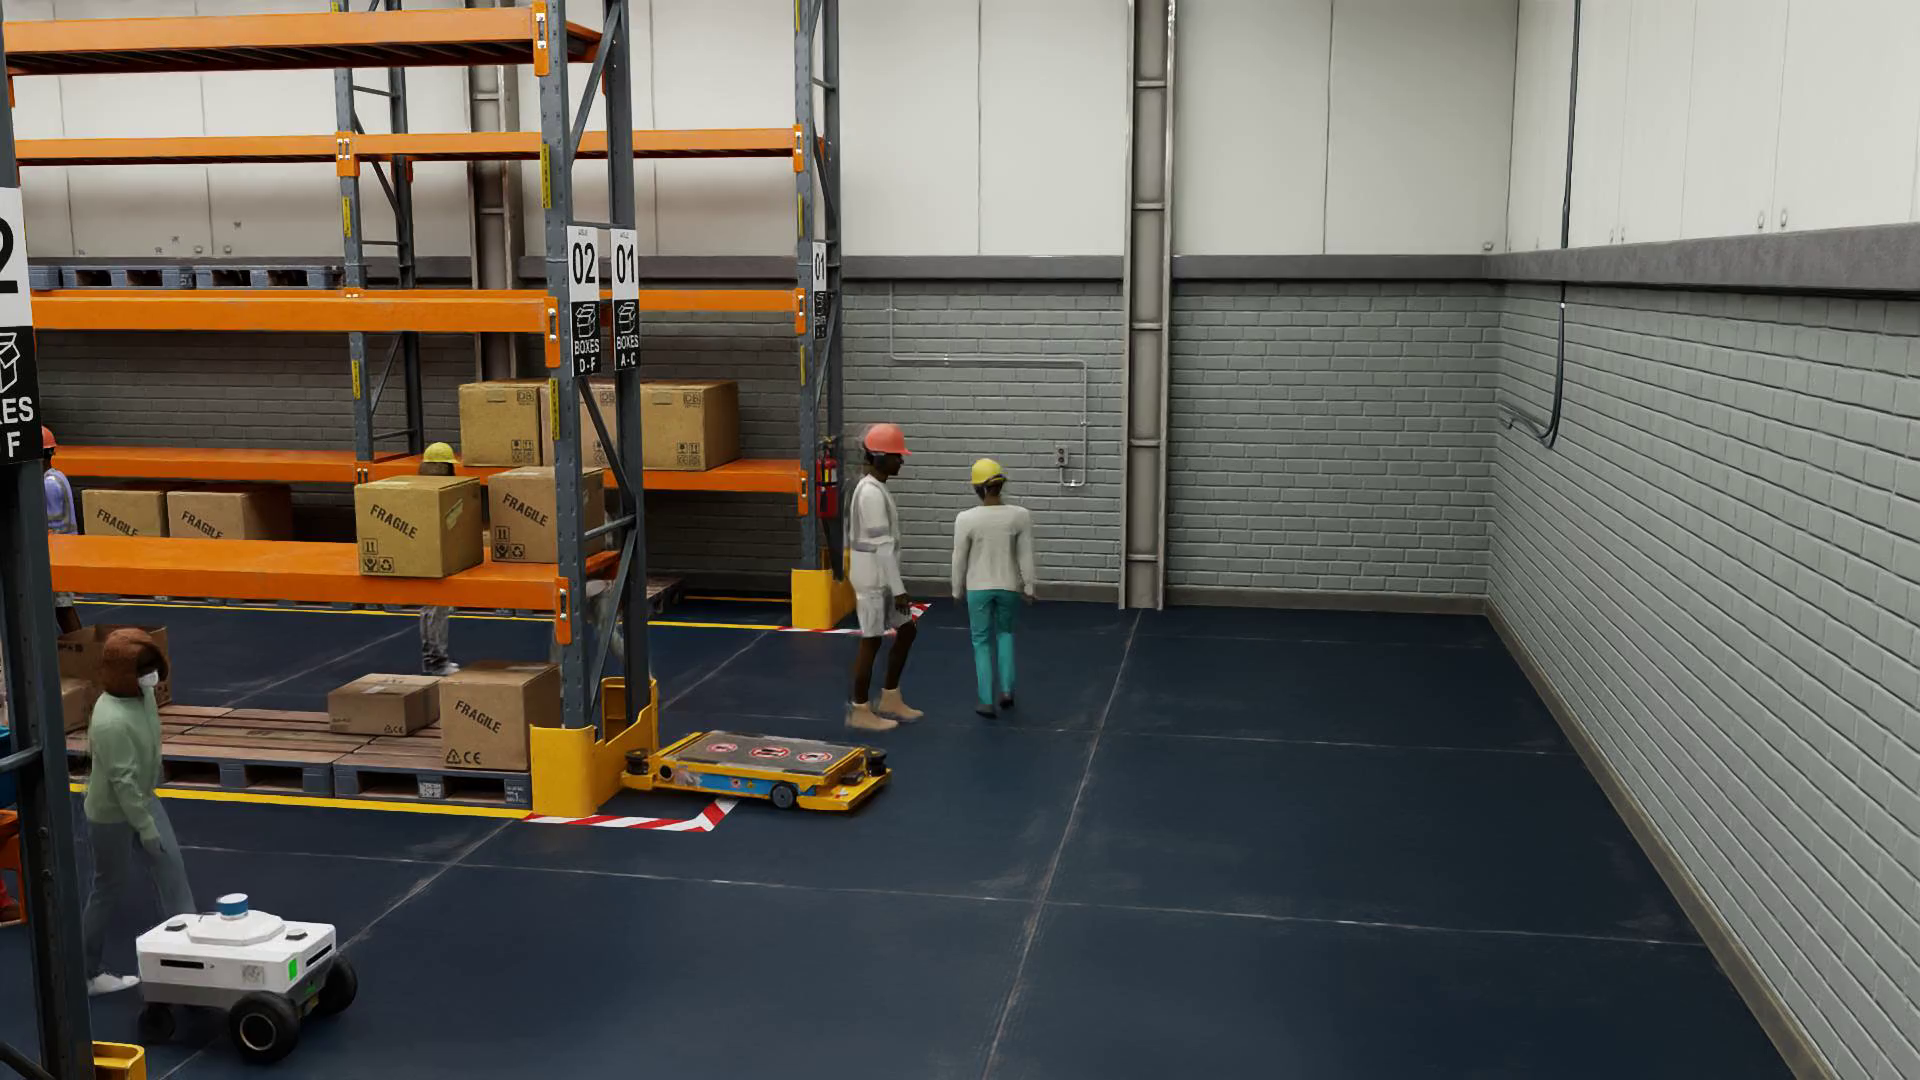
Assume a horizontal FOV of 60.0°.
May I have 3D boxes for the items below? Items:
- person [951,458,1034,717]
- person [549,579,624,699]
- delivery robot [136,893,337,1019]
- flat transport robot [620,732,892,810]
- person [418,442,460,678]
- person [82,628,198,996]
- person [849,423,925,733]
[{"bbox_3d":[0.202,0.316,11.226,0.567,1.743,0.472,-3,10,-16],"label":"person"},{"bbox_3d":[-2.562,0.343,11.553,0.844,1.605,0.529,2,9,12],"label":"person"},{"bbox_3d":[-2.824,1.627,6.497,0.707,0.478,0.477,2,9,10],"label":"delivery robot"},{"bbox_3d":[-1.175,1.313,9.613,1.431,0.197,0.652,3,10,19],"label":"flat transport robot"},{"bbox_3d":[-3.841,0.146,12.306,0.313,1.741,0.487,-5,10,-29],"label":"person"},{"bbox_3d":[-3.328,1.115,6.784,0.728,1.579,0.555,0,9,-2],"label":"person"},{"bbox_3d":[-0.442,0.260,10.715,0.623,2.020,0.623,1,9,3],"label":"person"}]
